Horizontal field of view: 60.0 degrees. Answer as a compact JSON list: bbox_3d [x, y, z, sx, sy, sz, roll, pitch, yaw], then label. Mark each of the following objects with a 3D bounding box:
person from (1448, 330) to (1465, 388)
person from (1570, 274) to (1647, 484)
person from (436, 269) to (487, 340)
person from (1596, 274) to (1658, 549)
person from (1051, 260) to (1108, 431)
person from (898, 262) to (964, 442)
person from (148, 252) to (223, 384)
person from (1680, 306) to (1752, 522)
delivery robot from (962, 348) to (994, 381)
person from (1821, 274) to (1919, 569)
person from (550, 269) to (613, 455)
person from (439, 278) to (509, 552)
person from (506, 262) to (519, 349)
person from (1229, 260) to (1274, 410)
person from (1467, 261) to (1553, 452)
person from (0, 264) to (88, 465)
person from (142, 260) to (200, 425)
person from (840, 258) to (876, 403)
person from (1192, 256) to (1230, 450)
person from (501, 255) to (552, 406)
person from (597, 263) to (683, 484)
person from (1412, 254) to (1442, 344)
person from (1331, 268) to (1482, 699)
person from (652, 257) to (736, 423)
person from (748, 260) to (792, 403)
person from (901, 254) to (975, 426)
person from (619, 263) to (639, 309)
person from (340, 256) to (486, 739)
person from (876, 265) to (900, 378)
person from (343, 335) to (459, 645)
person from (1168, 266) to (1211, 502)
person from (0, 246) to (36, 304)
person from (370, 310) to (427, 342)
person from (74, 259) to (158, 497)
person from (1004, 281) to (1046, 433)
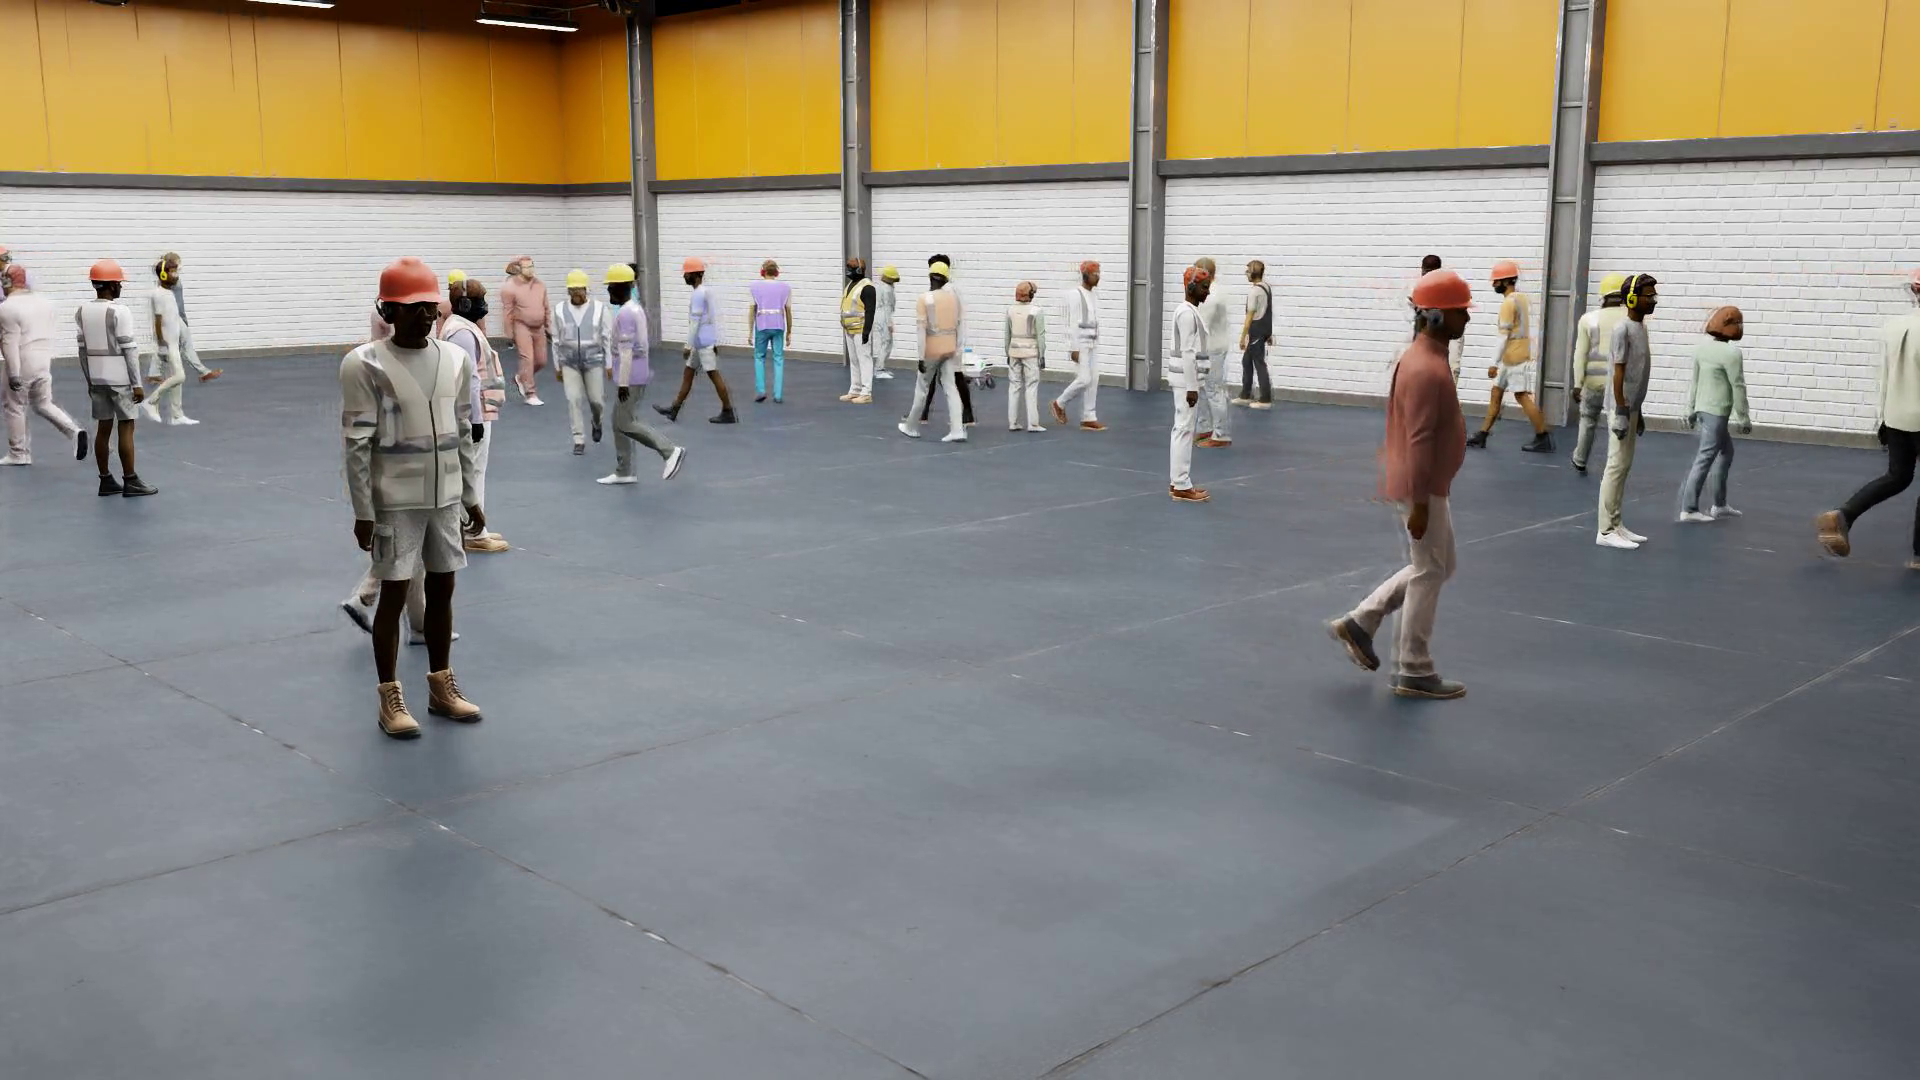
[{"bbox_3d":[5.079,-1.821,17.185,0.269,1.632,0.509,1,10,4],"label":"person"},{"bbox_3d":[5.588,-1.391,14.406,0.621,1.785,0.928,1,10,7],"label":"person"},{"bbox_3d":[-5.365,-2.022,17.911,0.532,1.772,0.300,-5,12,-26],"label":"person"},{"bbox_3d":[4.604,-0.884,11.429,0.329,1.873,0.516,7,12,33],"label":"person"},{"bbox_3d":[1.329,-2.121,18.182,0.548,1.864,0.580,7,13,34],"label":"person"},{"bbox_3d":[-0.244,-1.957,17.340,0.615,1.855,1.002,-8,13,-37],"label":"person"},{"bbox_3d":[-11.206,-3.171,23.846,1.040,1.882,0.652,-3,11,-17],"label":"person"},{"bbox_3d":[5.682,-0.920,12.312,0.648,1.606,0.516,0,10,-2],"label":"person"},{"bbox_3d":[0.121,-2.432,23.205,0.707,0.478,0.477,7,12,34],"label":"delivery robot"},{"bbox_3d":[6.024,-0.777,10.597,0.764,1.965,0.622,-1,10,-7],"label":"person"},{"bbox_3d":[-3.717,-1.764,16.384,0.606,1.810,0.612,-1,10,-7],"label":"person"},{"bbox_3d":[-3.297,-0.842,11.278,0.429,1.843,0.632,-4,11,-20],"label":"person"},{"bbox_3d":[-8.356,-4.397,31.234,0.281,1.633,0.500,-9,13,-39],"label":"person"},{"bbox_3d":[3.551,-2.518,20.459,0.743,1.821,0.554,6,12,30],"label":"person"},{"bbox_3d":[5.468,-1.808,16.456,0.918,1.887,0.549,5,11,24],"label":"person"},{"bbox_3d":[-8.581,-1.615,15.385,0.782,1.876,0.643,2,11,10],"label":"person"},{"bbox_3d":[-8.874,-2.193,18.603,0.473,1.857,0.549,-1,10,-7],"label":"person"},{"bbox_3d":[-1.315,-2.671,21.254,0.430,1.845,0.619,-6,12,-28],"label":"person"},{"bbox_3d":[2.436,-1.851,16.567,0.589,1.915,0.649,1,10,6],"label":"person"},{"bbox_3d":[-5.499,-2.650,21.003,0.649,1.888,0.662,8,13,38],"label":"person"},{"bbox_3d":[-2.769,-1.405,14.179,0.641,1.901,0.596,-2,11,-10],"label":"person"},{"bbox_3d":[5.254,-2.218,18.572,0.594,1.920,0.388,-9,14,-40],"label":"person"},{"bbox_3d":[2.082,-0.250,7.654,0.532,1.982,0.632,2,11,13],"label":"person"},{"bbox_3d":[-3.017,-2.246,18.822,0.986,1.878,0.564,0,10,-2],"label":"person"},{"bbox_3d":[-2.421,-2.656,21.265,0.583,1.809,0.583,-3,11,-17],"label":"person"},{"bbox_3d":[-0.256,-2.201,18.466,0.924,1.914,0.614,-1,10,-5],"label":"person"},{"bbox_3d":[-5.247,-3.593,26.701,0.506,1.675,0.565,-5,12,-26],"label":"person"},{"bbox_3d":[-2.308,-0.181,7.128,0.392,2.041,0.615,9,13,39],"label":"person"},{"bbox_3d":[-1.070,-3.254,24.812,0.403,1.698,0.588,0,10,-2],"label":"person"},{"bbox_3d":[-2.897,-0.244,8.577,0.466,1.625,0.537,-7,13,-35],"label":"person"},{"bbox_3d":[1.853,-1.255,13.416,0.353,1.884,0.573,1,10,5],"label":"person"},{"bbox_3d":[-13.534,-3.217,23.817,0.650,1.992,0.526,0,10,2],"label":"person"},{"bbox_3d":[-5.701,-1.815,16.916,0.542,1.707,0.925,-5,12,-26],"label":"person"},{"bbox_3d":[-6.904,-1.314,13.589,0.552,1.937,0.356,4,11,18],"label":"person"},{"bbox_3d":[0.707,-1.985,18.067,0.522,1.636,0.309,8,13,36],"label":"person"}]
